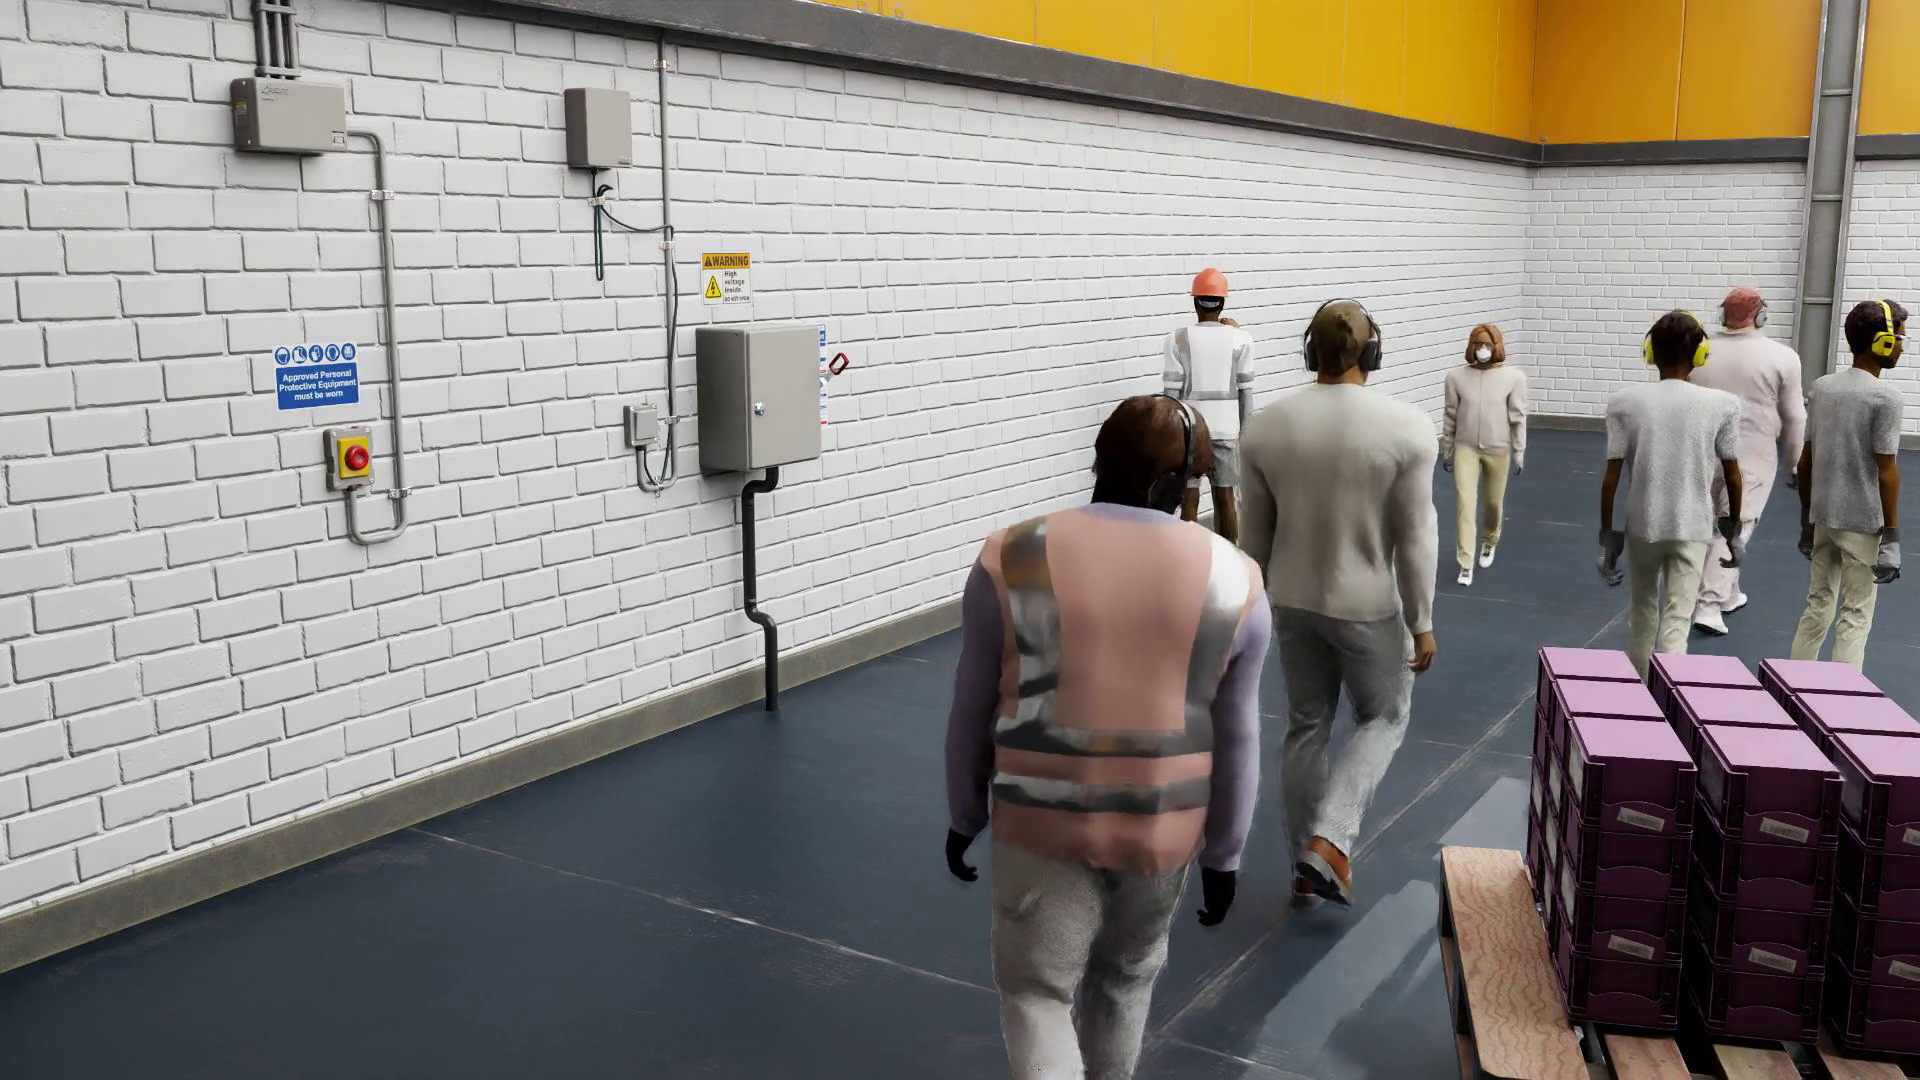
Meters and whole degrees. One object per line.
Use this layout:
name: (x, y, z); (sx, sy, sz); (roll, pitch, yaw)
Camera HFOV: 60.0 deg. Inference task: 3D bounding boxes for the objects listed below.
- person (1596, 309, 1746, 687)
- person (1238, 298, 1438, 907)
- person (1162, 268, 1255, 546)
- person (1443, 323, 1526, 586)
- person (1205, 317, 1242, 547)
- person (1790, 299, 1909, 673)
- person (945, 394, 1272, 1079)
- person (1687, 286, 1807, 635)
person: (2.893, -0.011, 6.761); (0.537, 1.817, 0.993); (6, 12, 29)
person: (1.152, 0.222, 5.154); (0.650, 1.925, 0.482); (7, 12, 35)
person: (1.470, -0.651, 9.960); (0.549, 1.936, 0.376); (0, 10, -1)
person: (3.271, -0.563, 10.397); (0.503, 1.602, 0.815); (4, 11, 21)
person: (1.602, -0.530, 10.114); (0.314, 1.641, 0.515); (4, 11, 22)
person: (3.629, -0.039, 6.773); (0.311, 1.865, 0.532); (-2, 10, -12)
person: (0.300, 0.611, 3.364); (0.642, 1.801, 0.769); (-1, 10, -4)
person: (4.203, -0.435, 9.016); (1.010, 1.859, 0.644); (-9, 14, -41)
